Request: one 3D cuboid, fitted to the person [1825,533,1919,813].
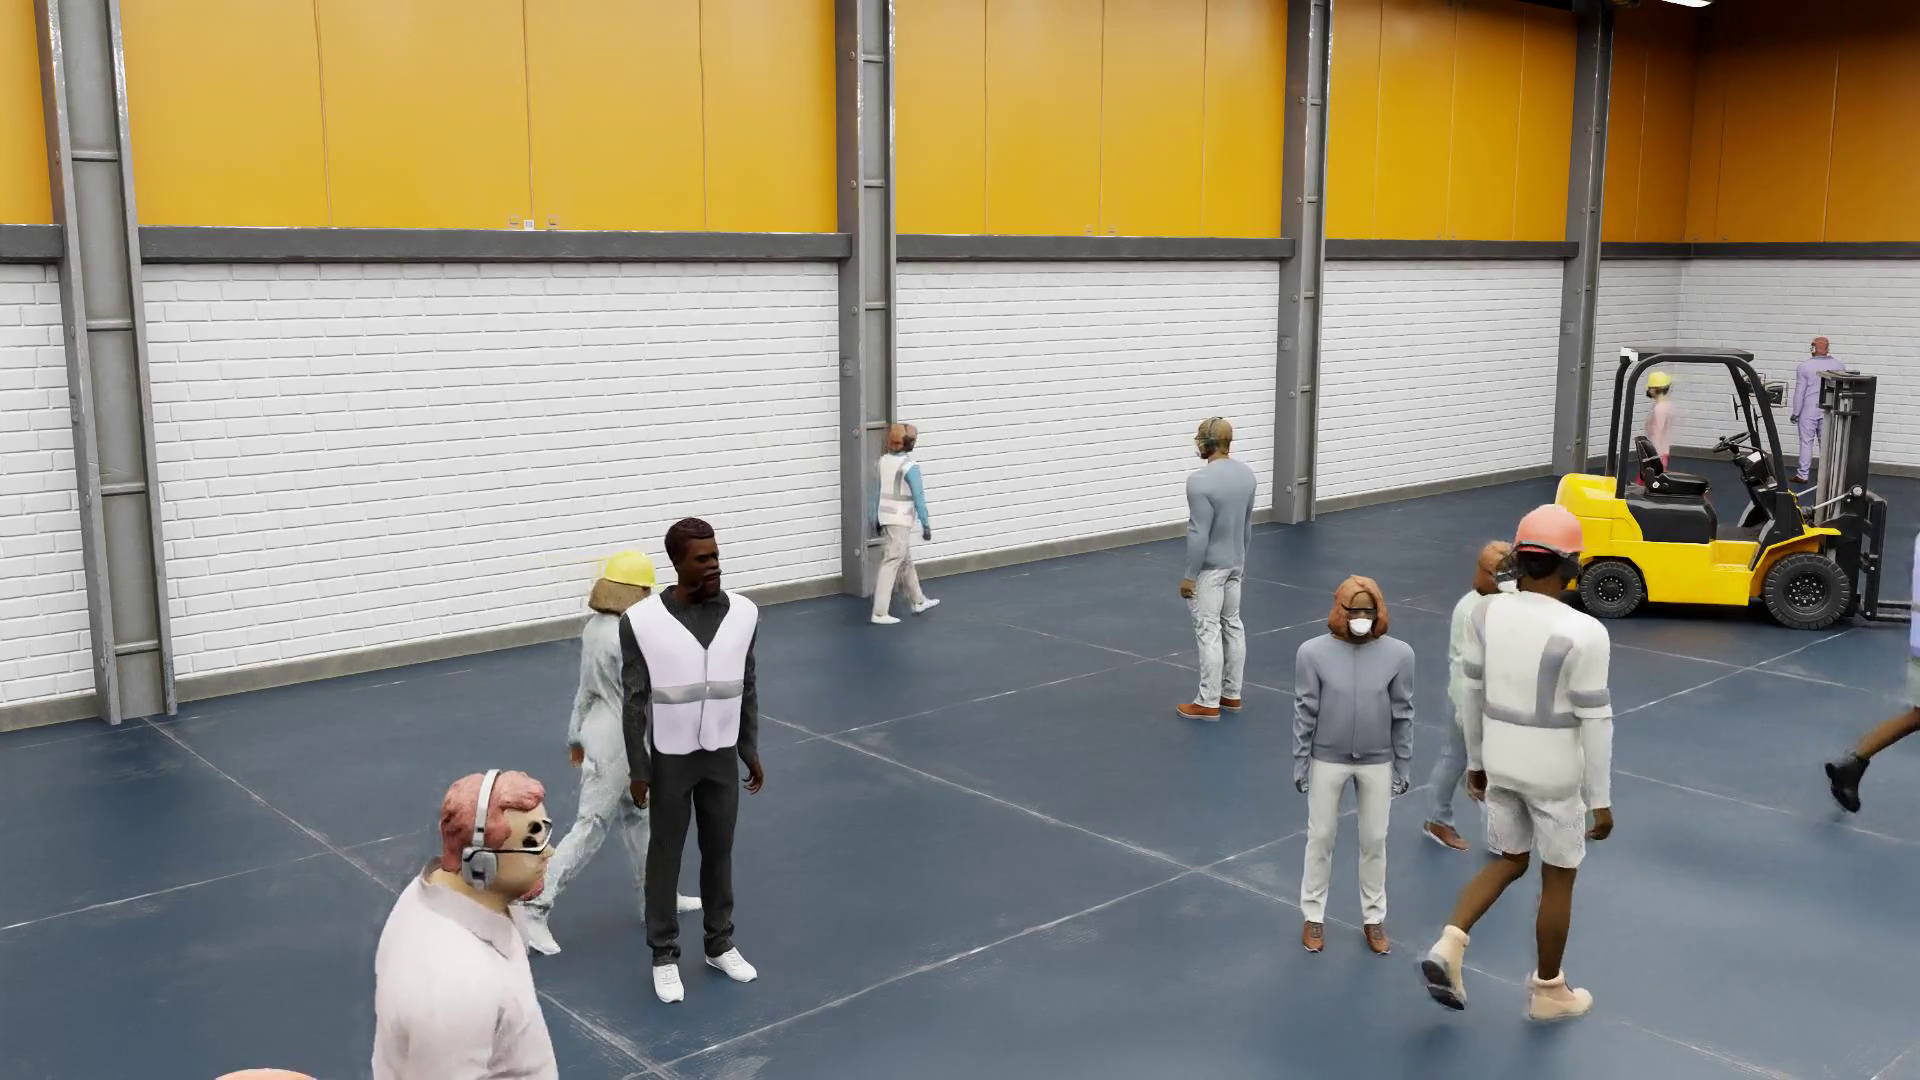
[{"bbox_3d":[4.988,0.547,8.517,0.810,1.919,0.549,0,10,0],"label":"person"}]

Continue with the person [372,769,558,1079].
[{"bbox_3d":[-1.121,1.408,3.652,0.693,1.865,0.662,-4,11,-23],"label":"person"}]

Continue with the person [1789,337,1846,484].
[{"bbox_3d":[11.089,-1.676,21.559,0.640,1.904,0.409,0,10,-2],"label":"person"}]

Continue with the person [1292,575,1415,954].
[{"bbox_3d":[1.654,0.945,7.025,0.502,1.627,0.277,1,10,5],"label":"person"}]

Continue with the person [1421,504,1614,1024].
[{"bbox_3d":[2.129,0.876,6.294,0.660,2.022,0.652,-6,11,-31],"label":"person"}]

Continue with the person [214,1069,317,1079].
[{"bbox_3d":[-0.684,1.622,2.215,0.986,1.928,0.657,5,11,26],"label":"person"}]

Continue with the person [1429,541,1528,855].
[{"bbox_3d":[2.539,0.778,8.070,0.518,1.594,0.663,-4,11,-25],"label":"person"}]

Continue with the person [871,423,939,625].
[{"bbox_3d":[-0.416,-0.132,13.388,0.812,1.599,0.545,-6,12,-33],"label":"person"}]

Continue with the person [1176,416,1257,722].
[{"bbox_3d":[1.622,0.181,10.577,0.357,1.937,0.638,9,13,43],"label":"person"}]

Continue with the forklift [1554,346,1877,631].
[{"bbox_3d":[6.109,-0.478,13.691,2.313,2.155,1.214,3,10,16],"label":"forklift"}]

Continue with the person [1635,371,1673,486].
[{"bbox_3d":[7.416,-0.910,17.553,0.779,1.742,0.527,4,10,22],"label":"person"}]

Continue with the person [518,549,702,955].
[{"bbox_3d":[-1.547,0.888,7.146,0.870,1.695,0.510,-6,11,-30],"label":"person"}]

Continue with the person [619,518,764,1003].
[{"bbox_3d":[-1.067,0.857,6.674,0.593,1.922,0.391,-7,12,-34],"label":"person"}]
